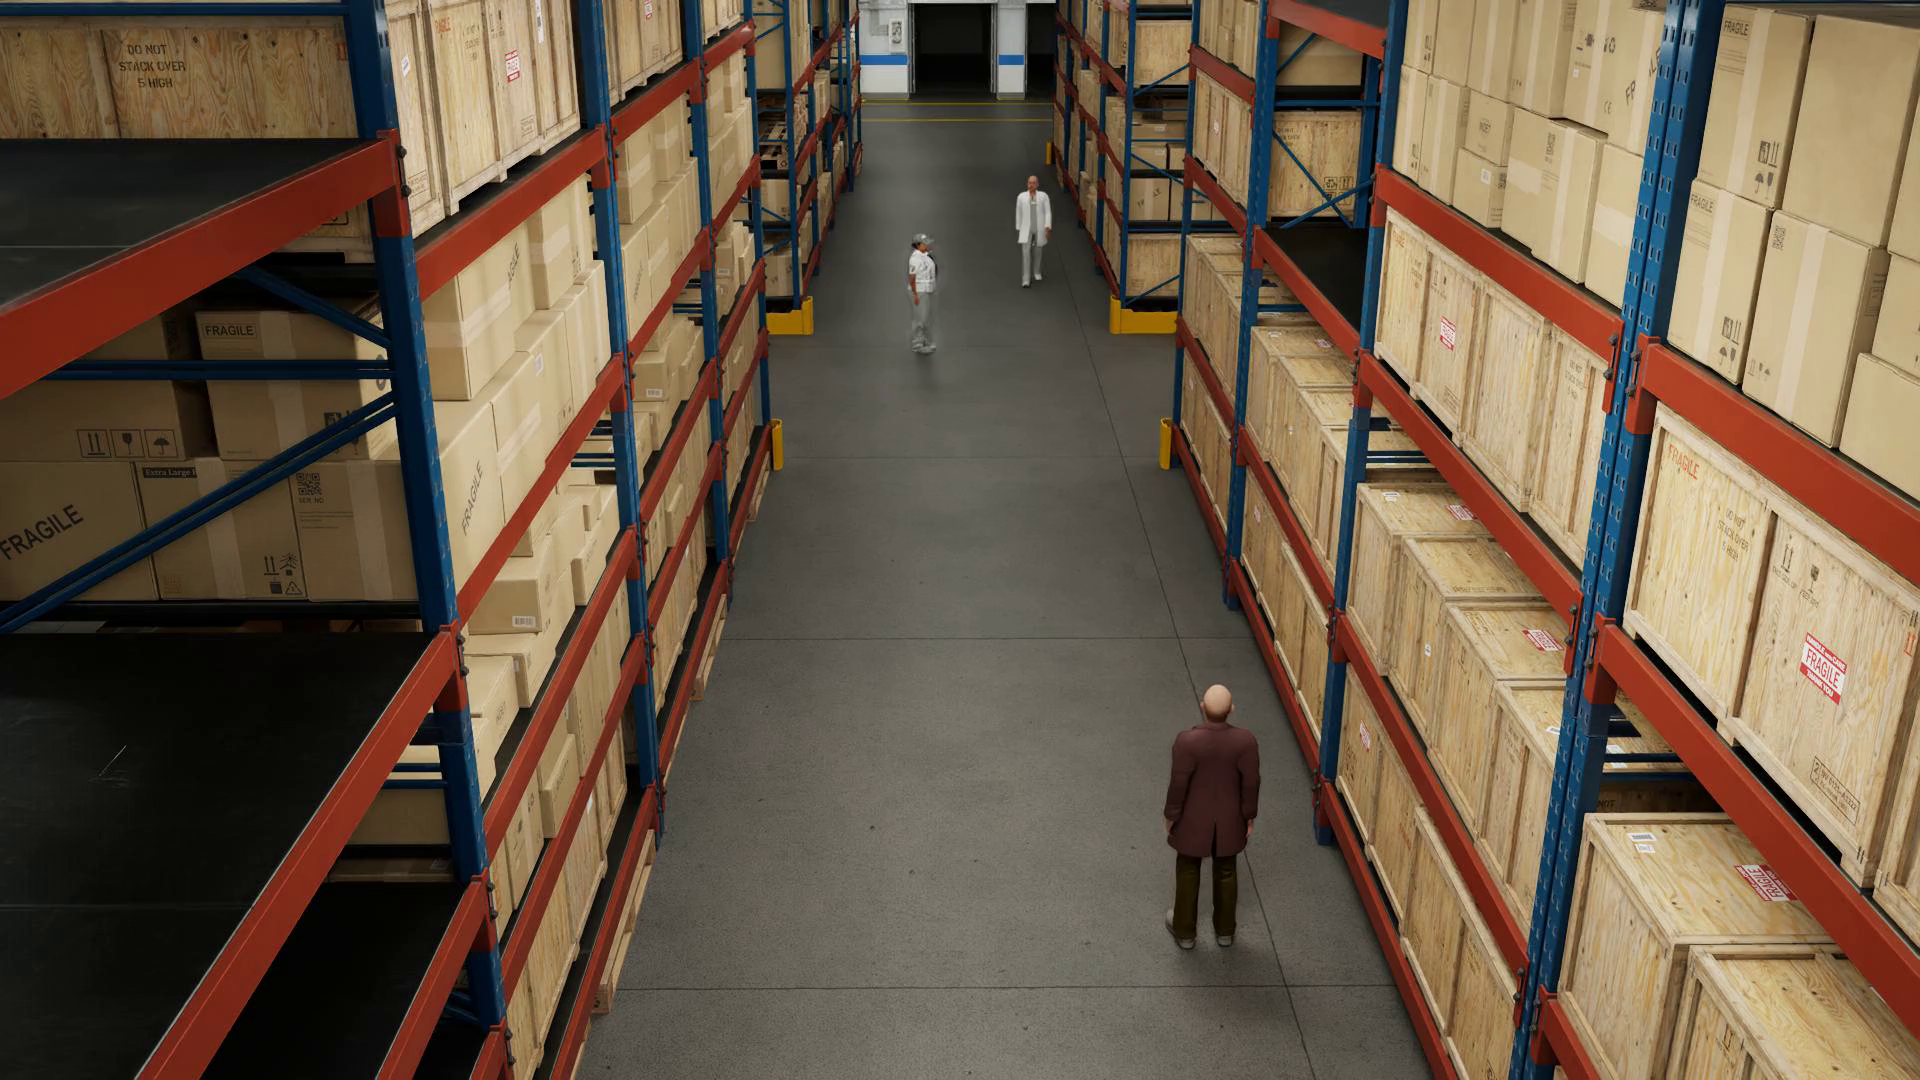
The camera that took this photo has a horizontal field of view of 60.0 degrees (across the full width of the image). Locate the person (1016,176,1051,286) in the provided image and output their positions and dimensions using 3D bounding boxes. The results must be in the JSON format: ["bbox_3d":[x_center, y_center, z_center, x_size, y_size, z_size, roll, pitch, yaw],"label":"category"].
[{"bbox_3d":[1.220,-5.105,27.470,0.575,1.752,1.001,-1,22,-2],"label":"person"}]

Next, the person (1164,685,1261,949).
[{"bbox_3d":[1.528,1.670,10.254,0.574,1.780,0.409,-1,22,-4],"label":"person"}]

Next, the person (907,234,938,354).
[{"bbox_3d":[-0.537,-3.507,23.546,0.388,1.666,0.466,5,22,13],"label":"person"}]
